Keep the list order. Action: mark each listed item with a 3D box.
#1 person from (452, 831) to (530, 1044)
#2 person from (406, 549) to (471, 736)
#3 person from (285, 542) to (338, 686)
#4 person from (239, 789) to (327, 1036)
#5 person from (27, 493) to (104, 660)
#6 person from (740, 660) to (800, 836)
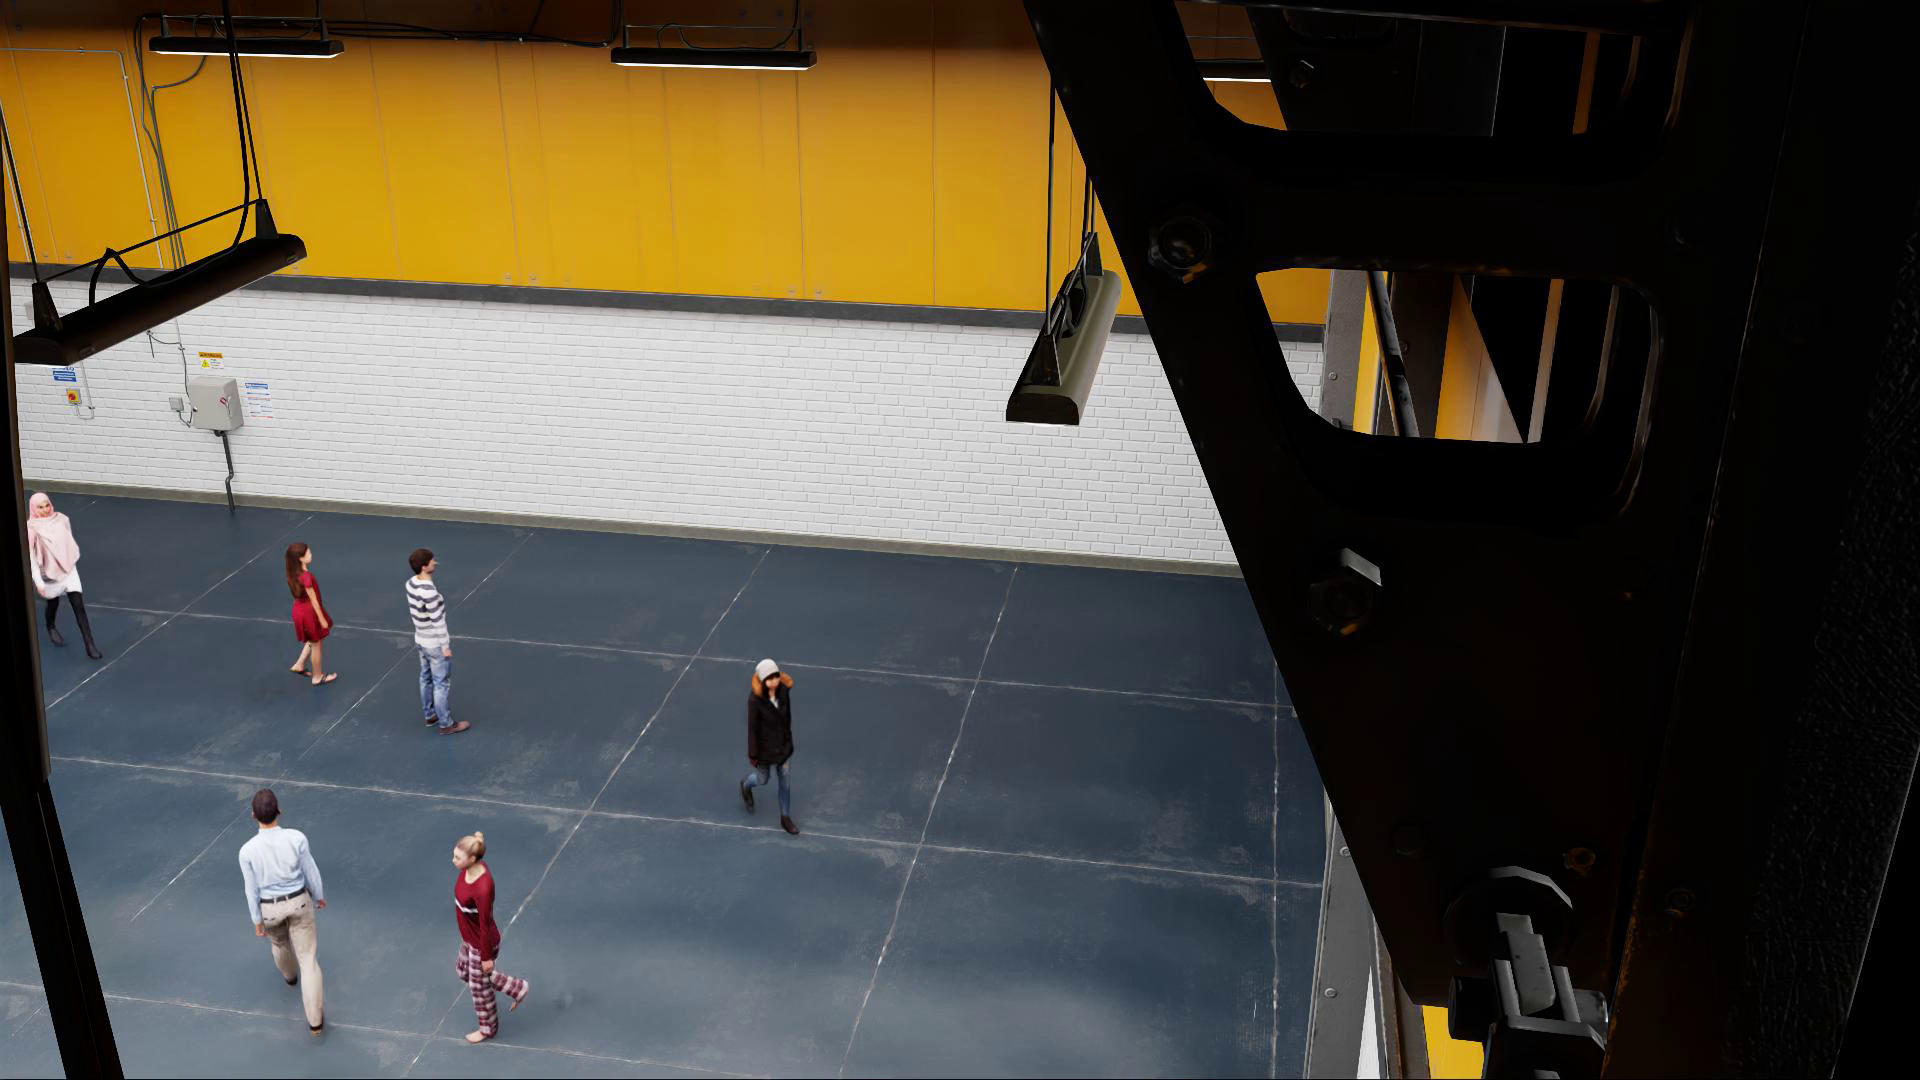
[{"bbox_3d":[-3.325,2.782,11.748,0.885,1.691,0.828,-13,27,-27],"label":"person"},{"bbox_3d":[-5.009,0.948,15.739,0.742,1.854,0.724,-21,31,-39],"label":"person"},{"bbox_3d":[-6.549,0.762,16.554,0.832,1.542,0.761,-19,30,-36],"label":"person"},{"bbox_3d":[-4.784,2.682,11.846,1.119,1.795,1.311,-10,26,-22],"label":"person"},{"bbox_3d":[-9.394,0.360,17.205,1.091,1.757,1.232,17,29,34],"label":"person"},{"bbox_3d":[-1.663,1.725,14.261,1.012,1.615,1.039,-19,30,-36],"label":"person"}]
